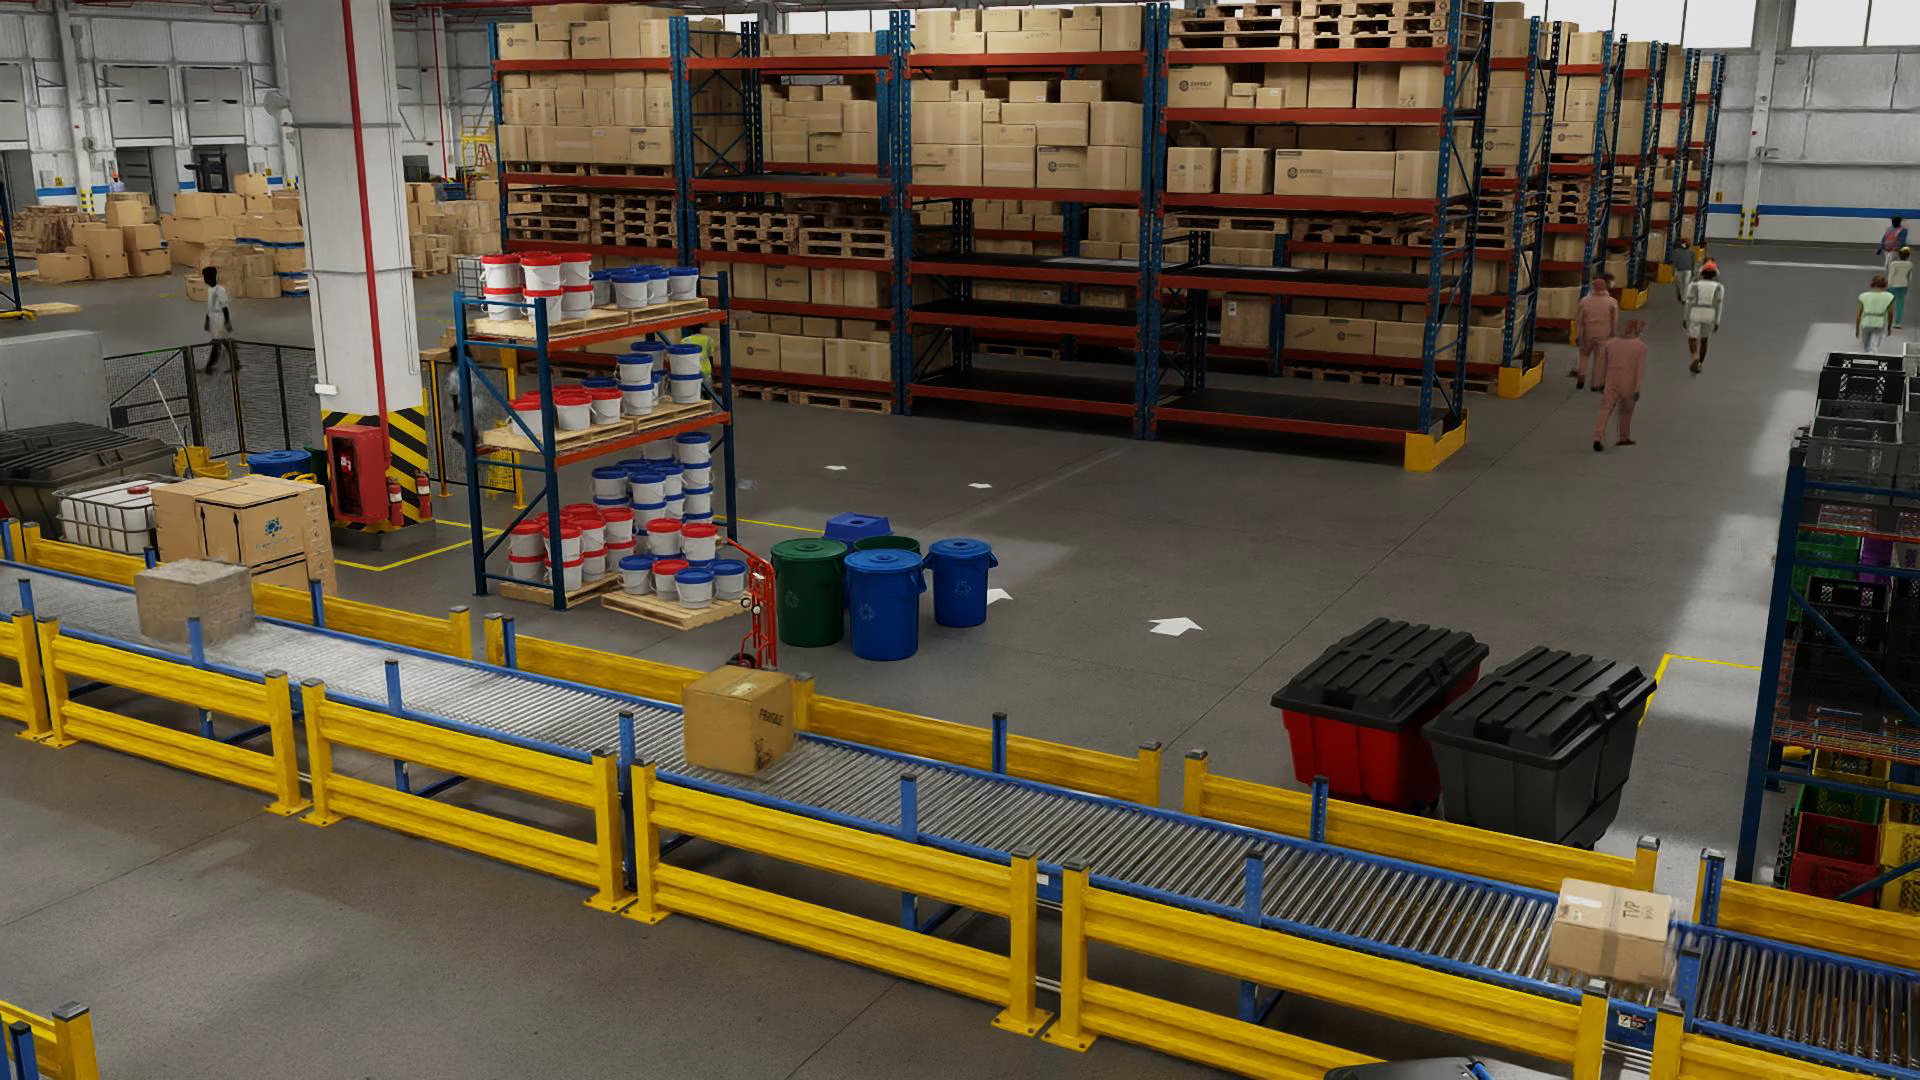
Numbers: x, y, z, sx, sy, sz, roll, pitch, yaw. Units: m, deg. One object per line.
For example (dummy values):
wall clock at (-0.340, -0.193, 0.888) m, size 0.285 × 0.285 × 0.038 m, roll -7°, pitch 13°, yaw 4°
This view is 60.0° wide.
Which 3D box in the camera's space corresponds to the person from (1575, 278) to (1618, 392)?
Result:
person at (10.708, -3.461, 28.005) m, size 0.661 × 1.890 × 0.578 m, roll 6°, pitch 16°, yaw 20°

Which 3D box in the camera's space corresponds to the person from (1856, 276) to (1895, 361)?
person at (16.033, -3.726, 29.202) m, size 0.567 × 1.805 × 0.987 m, roll 10°, pitch 18°, yaw 32°

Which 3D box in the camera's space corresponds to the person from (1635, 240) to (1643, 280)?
person at (17.449, -7.579, 43.386) m, size 1.001 × 1.958 × 0.617 m, roll 0°, pitch 15°, yaw 2°

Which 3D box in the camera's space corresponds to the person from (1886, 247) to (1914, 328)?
person at (20.140, -5.443, 35.797) m, size 0.563 × 1.702 × 0.869 m, roll 0°, pitch 15°, yaw 0°

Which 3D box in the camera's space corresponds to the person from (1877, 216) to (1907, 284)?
person at (24.463, -7.614, 43.776) m, size 0.676 × 1.808 × 0.685 m, roll -3°, pitch 15°, yaw -10°

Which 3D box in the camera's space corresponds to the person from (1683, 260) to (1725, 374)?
person at (13.202, -3.945, 29.551) m, size 0.618 × 2.030 × 0.622 m, roll 5°, pitch 16°, yaw 17°

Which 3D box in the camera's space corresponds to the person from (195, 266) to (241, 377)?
person at (-13.243, -3.850, 29.394) m, size 0.932 × 1.925 × 0.619 m, roll -11°, pitch 19°, yaw -36°

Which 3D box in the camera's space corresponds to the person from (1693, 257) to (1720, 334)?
person at (15.489, -5.068, 34.561) m, size 0.536 × 1.605 × 0.756 m, roll 6°, pitch 16°, yaw 21°

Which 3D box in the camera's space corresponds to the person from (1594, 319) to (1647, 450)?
person at (9.233, -2.171, 23.258) m, size 1.001 × 1.848 × 0.664 m, roll -14°, pitch 20°, yaw -42°

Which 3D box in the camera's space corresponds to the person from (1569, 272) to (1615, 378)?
person at (11.206, -3.731, 29.034) m, size 1.014 × 1.875 × 0.625 m, roll 10°, pitch 18°, yaw 34°

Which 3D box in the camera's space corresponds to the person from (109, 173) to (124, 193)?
person at (-33.403, -13.580, 65.958) m, size 0.545 × 1.938 × 0.359 m, roll -9°, pitch 17°, yaw -31°

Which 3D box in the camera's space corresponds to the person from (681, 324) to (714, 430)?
person at (-3.897, -2.492, 24.731) m, size 0.539 × 1.698 × 0.318 m, roll -11°, pitch 18°, yaw -35°

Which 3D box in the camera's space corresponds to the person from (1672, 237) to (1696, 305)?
person at (17.283, -6.439, 39.736) m, size 0.507 × 1.608 × 0.568 m, roll 6°, pitch 16°, yaw 21°

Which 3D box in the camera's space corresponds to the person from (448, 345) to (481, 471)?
person at (-6.490, -1.714, 21.850) m, size 0.379 × 1.682 × 0.543 m, roll 7°, pitch 16°, yaw 24°

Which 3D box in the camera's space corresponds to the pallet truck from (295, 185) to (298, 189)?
pallet truck at (-26.804, -14.617, 69.738) m, size 1.885 × 1.965 × 0.823 m, roll -14°, pitch 20°, yaw -42°

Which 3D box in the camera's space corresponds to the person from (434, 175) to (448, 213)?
person at (-20.030, -13.150, 64.413) m, size 0.966 × 1.894 × 0.663 m, roll -14°, pitch 21°, yaw -43°

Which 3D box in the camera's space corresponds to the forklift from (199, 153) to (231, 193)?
forklift at (-27.440, -12.865, 61.464) m, size 1.873 × 2.768 × 1.129 m, roll 8°, pitch 17°, yaw 28°
